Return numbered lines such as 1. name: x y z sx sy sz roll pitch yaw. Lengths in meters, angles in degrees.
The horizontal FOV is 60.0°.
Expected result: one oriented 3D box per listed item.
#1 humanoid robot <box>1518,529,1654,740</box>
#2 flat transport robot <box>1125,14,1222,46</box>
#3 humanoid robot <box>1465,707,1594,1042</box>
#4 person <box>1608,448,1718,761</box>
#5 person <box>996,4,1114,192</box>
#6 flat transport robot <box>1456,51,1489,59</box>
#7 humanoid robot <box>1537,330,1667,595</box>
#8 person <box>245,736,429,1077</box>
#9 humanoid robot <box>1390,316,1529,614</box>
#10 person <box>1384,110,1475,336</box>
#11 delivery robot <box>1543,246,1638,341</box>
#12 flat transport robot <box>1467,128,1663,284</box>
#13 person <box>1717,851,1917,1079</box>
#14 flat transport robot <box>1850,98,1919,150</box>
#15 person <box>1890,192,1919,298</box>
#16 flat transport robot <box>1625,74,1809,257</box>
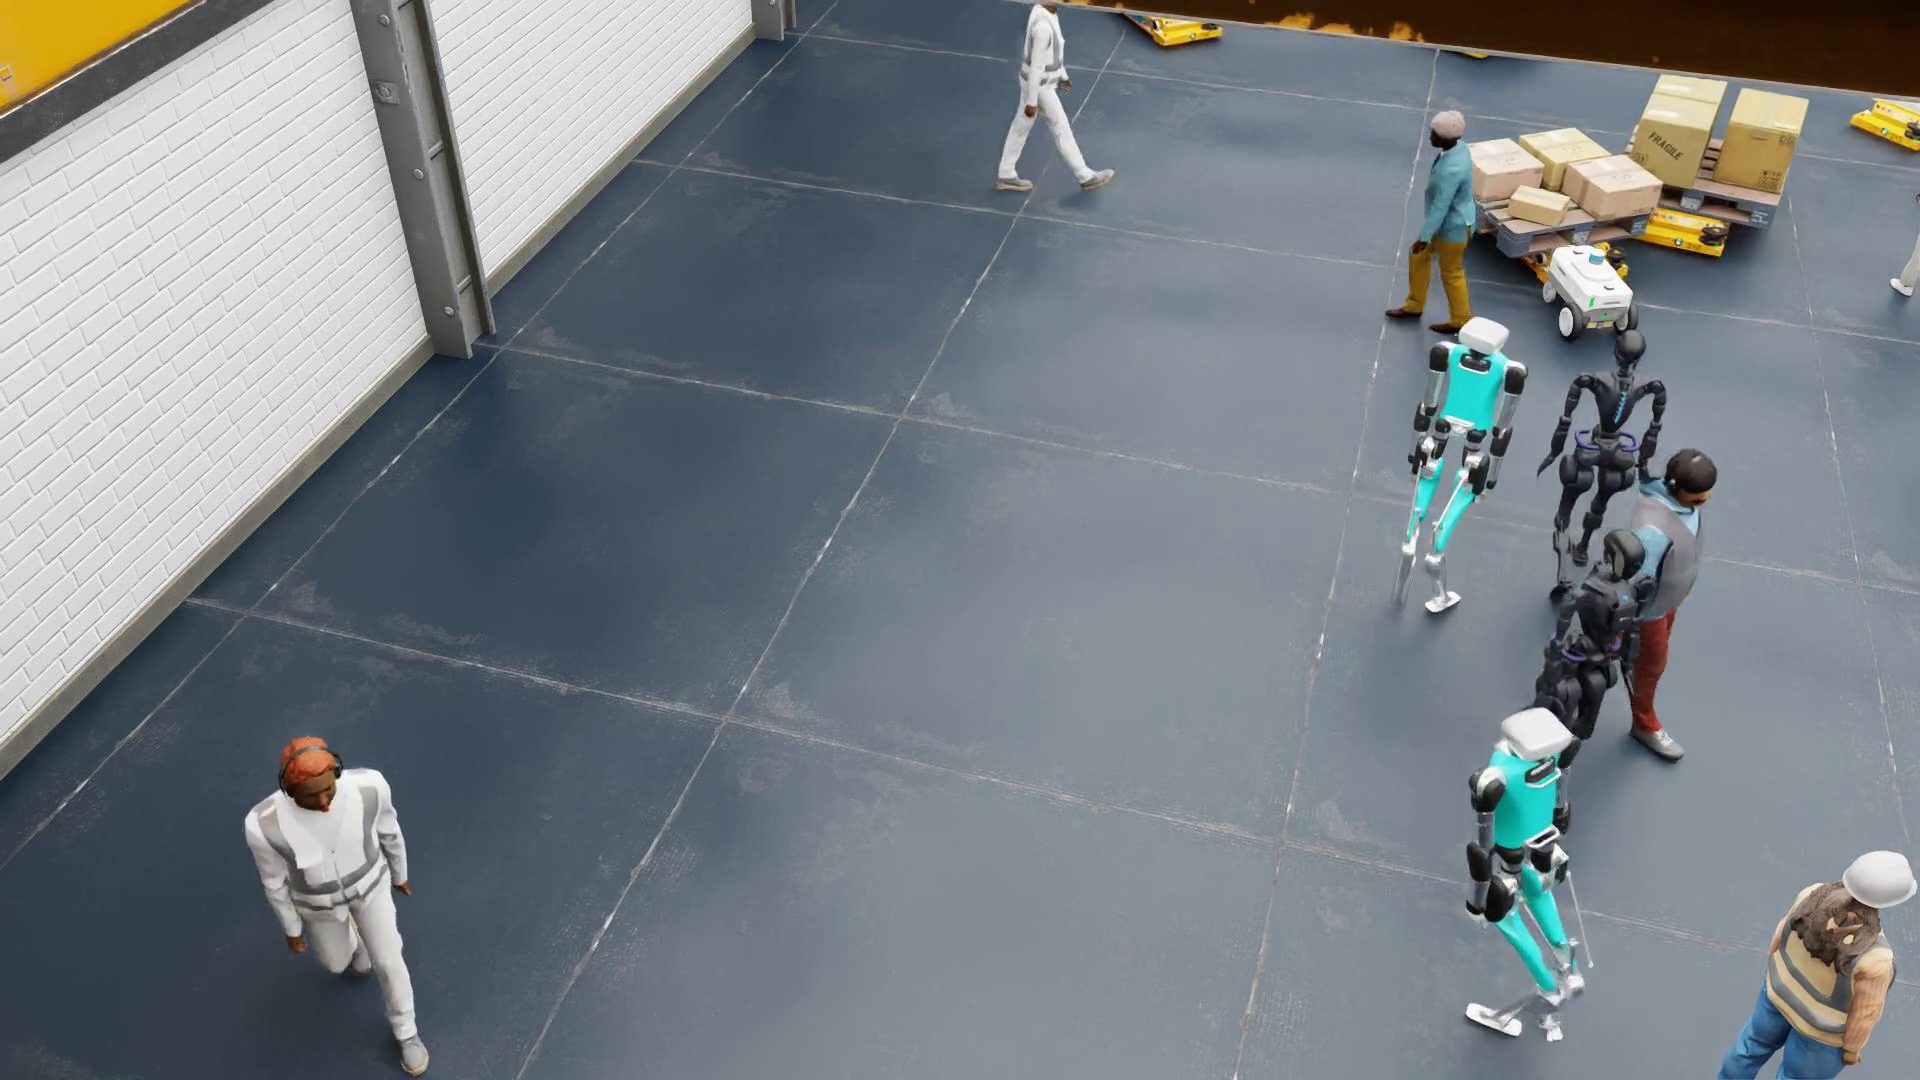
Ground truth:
1. humanoid robot: 3.012 0.603 8.139 0.587 1.636 0.620 -14 41 -17
2. flat transport robot: 1.980 -5.317 16.618 0.659 0.231 1.431 -15 41 -18
3. humanoid robot: 2.450 1.540 6.924 0.609 1.782 0.795 -21 43 -24
4. person: 3.501 0.289 8.371 0.735 1.852 0.566 24 45 27
5. person: 0.759 -3.631 13.273 0.984 1.826 0.577 0 39 -1
6. flat transport robot: 5.181 -5.094 16.341 0.659 0.231 1.431 29 47 31
7. humanoid robot: 3.639 -0.423 9.443 0.616 1.651 0.691 5 39 6
8. person: -2.596 1.419 6.971 0.574 1.857 0.771 -19 43 -22
9. humanoid robot: 2.668 -0.276 9.260 0.530 1.885 0.764 22 44 25
10. person: 3.355 -2.185 11.563 0.705 1.702 0.551 8 40 10
11. delivery robot: 4.551 -1.800 12.024 0.499 0.606 0.794 -5 39 -6
12. flat transport robot: 4.530 -2.428 13.025 0.659 0.231 1.431 -11 40 -14
13. person: 3.339 1.837 6.553 0.363 1.729 0.486 -13 41 -15
14. flat transport robot: 8.646 -3.811 14.745 1.431 0.231 0.659 -21 43 -24
15. person: 7.207 -2.501 12.018 0.514 1.641 0.308 5 39 6
16. flat transport robot: 5.910 -2.732 13.403 0.659 0.231 1.431 18 42 21
